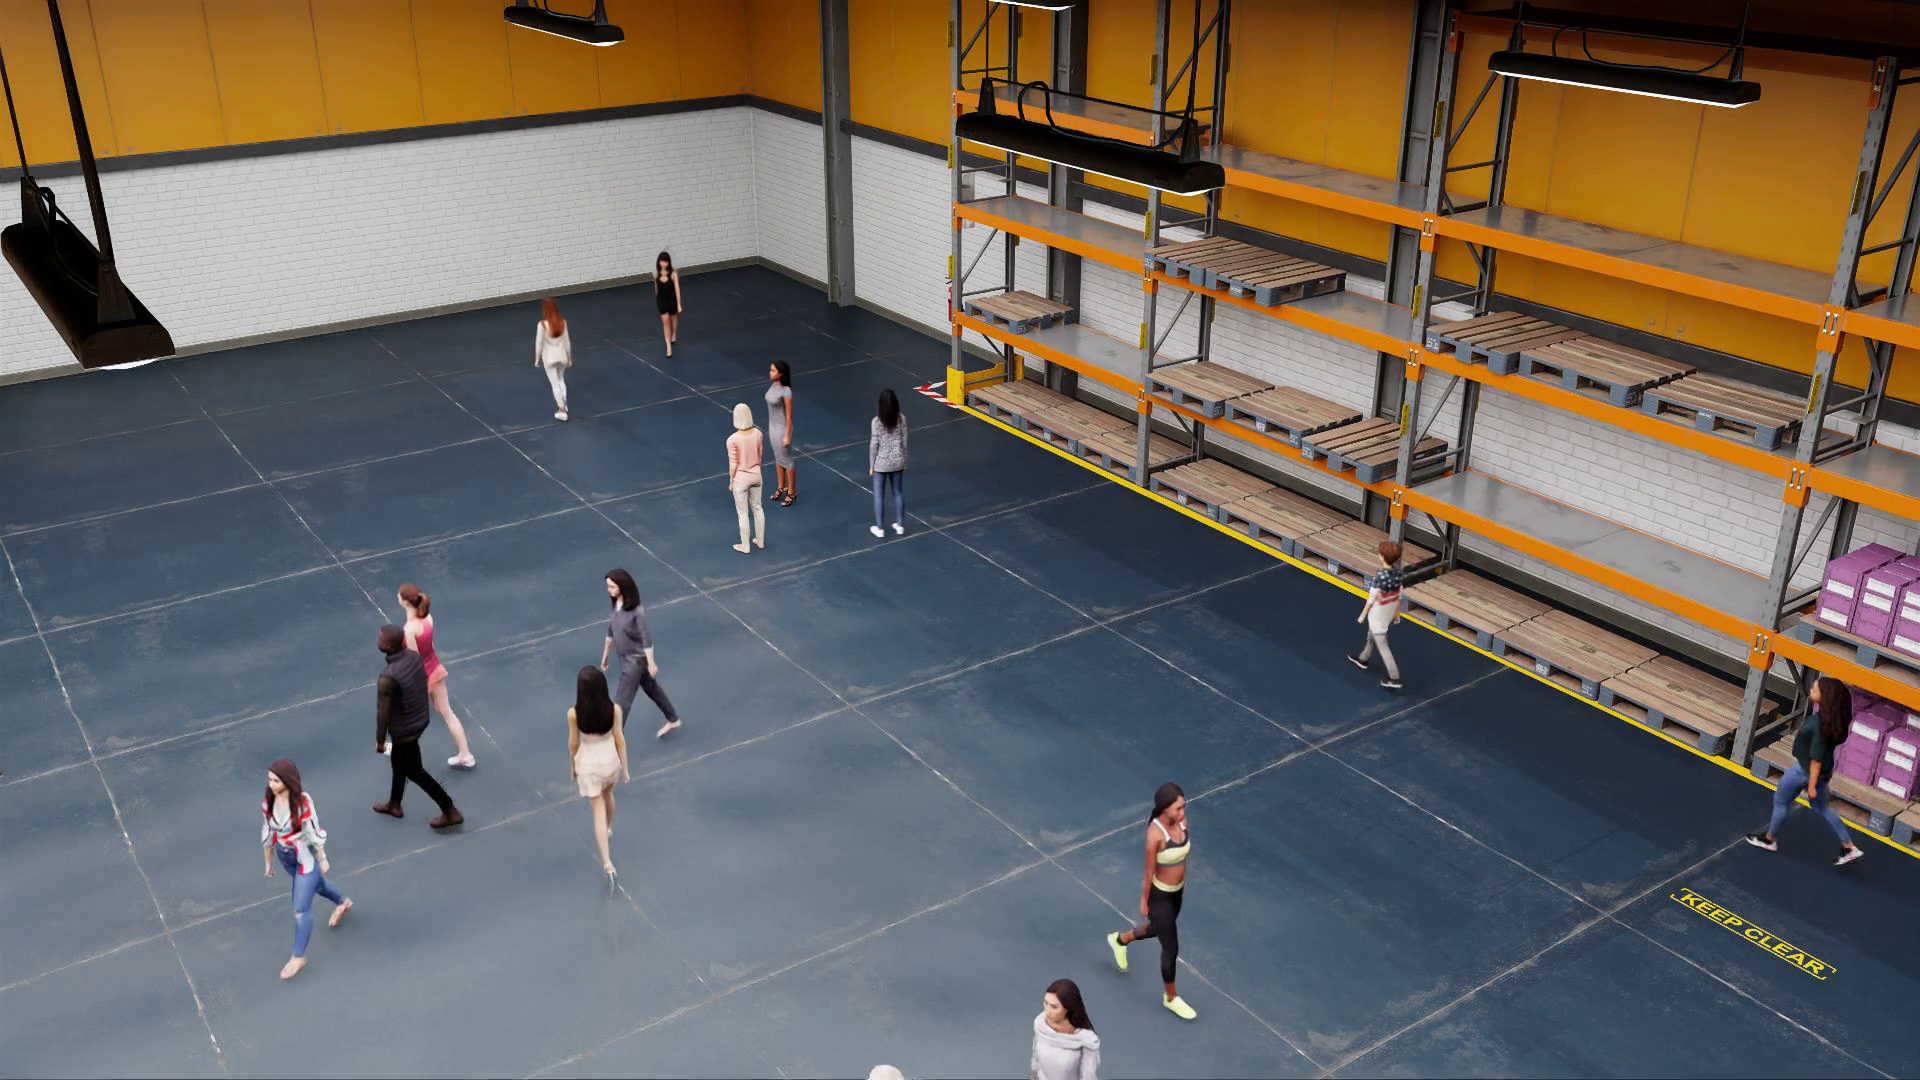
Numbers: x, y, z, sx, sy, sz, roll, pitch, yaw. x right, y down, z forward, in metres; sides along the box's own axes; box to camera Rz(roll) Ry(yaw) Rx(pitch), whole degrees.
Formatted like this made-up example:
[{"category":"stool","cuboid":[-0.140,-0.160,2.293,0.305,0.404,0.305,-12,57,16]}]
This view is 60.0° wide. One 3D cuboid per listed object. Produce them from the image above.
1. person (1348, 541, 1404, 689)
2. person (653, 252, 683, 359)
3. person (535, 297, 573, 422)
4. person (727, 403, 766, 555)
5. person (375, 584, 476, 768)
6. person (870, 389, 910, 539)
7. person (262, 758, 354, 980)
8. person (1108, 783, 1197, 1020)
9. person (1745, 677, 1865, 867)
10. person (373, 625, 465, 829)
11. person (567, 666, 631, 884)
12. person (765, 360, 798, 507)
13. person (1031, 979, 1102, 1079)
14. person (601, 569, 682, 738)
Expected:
[{"category":"person","cuboid":[4.009,0.718,15.630,0.557,1.407,0.970,-18,29,-35]},{"category":"person","cuboid":[-4.446,-3.610,25.310,0.976,1.584,1.184,0,24,1]},{"category":"person","cuboid":[-5.427,-2.415,22.443,0.631,1.691,0.668,-20,31,-38]},{"category":"person","cuboid":[-2.367,-0.693,18.461,0.622,1.725,0.555,-20,30,-38]},{"category":"person","cuboid":[-4.490,1.202,14.153,1.201,1.702,1.046,7,25,16]},{"category":"person","cuboid":[-0.809,-0.877,18.875,0.650,1.731,0.578,-11,26,-23]},{"category":"person","cuboid":[-4.675,2.244,11.935,1.107,1.572,1.073,8,25,19]},{"category":"person","cuboid":[1.326,2.400,11.377,1.086,1.732,0.692,22,32,40]},{"category":"person","cuboid":[6.691,1.818,12.888,0.704,1.588,1.094,-22,32,-40]},{"category":"person","cuboid":[-4.360,1.524,13.294,1.180,1.802,1.129,3,24,7]},{"category":"person","cuboid":[-2.769,1.827,12.739,0.807,1.691,1.124,-7,24,-15]},{"category":"person","cuboid":[-2.107,-1.276,19.725,0.646,1.781,0.463,-14,27,-29]},{"category":"person","cuboid":[0.643,3.205,9.678,0.814,1.617,0.815,17,29,34]},{"category":"person","cuboid":[-2.767,1.028,14.544,0.703,1.709,1.138,-19,30,-37]}]
